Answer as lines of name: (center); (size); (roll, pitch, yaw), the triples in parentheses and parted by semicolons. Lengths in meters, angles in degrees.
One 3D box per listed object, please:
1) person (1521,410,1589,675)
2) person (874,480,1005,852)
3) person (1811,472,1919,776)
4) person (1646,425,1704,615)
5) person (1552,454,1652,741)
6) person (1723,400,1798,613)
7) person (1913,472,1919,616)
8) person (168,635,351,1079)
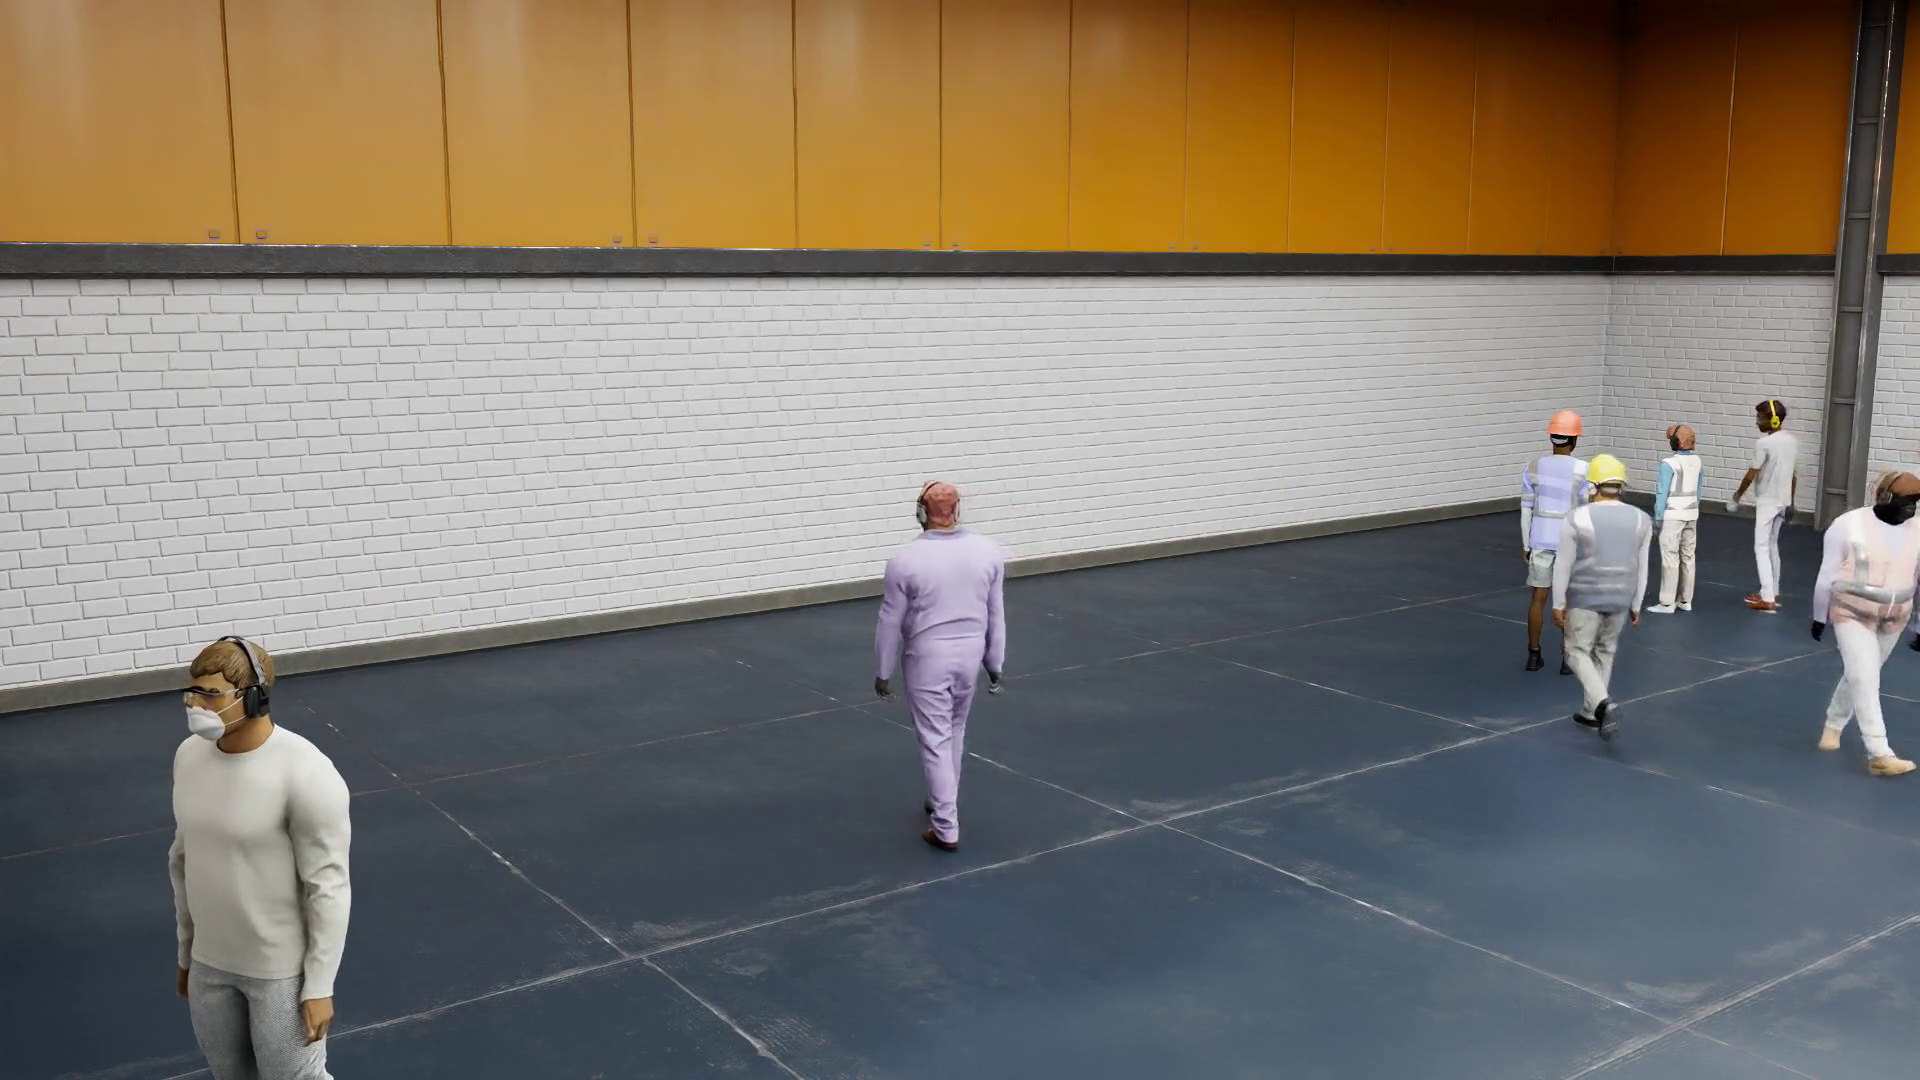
person: (4.380, 0.021, 12.174); (0.543, 1.938, 0.357); (6, 11, 35)
person: (-0.162, 0.620, 8.627); (0.673, 1.881, 0.785); (-5, 10, -28)
person: (5.437, 0.467, 9.918); (0.635, 1.785, 0.943); (0, 9, -2)
person: (6.176, -0.174, 14.314); (0.515, 1.635, 0.313); (-6, 11, -31)
person: (4.025, 0.371, 10.418); (0.600, 1.814, 0.698); (-1, 9, -5)
person: (6.980, -0.297, 14.451); (0.553, 1.837, 0.493); (-5, 11, -30)
person: (8.043, -0.049, 13.566); (0.533, 1.614, 0.520); (-1, 9, -8)
person: (-2.013, 1.221, 4.768); (0.627, 1.941, 0.370); (4, 10, 25)
